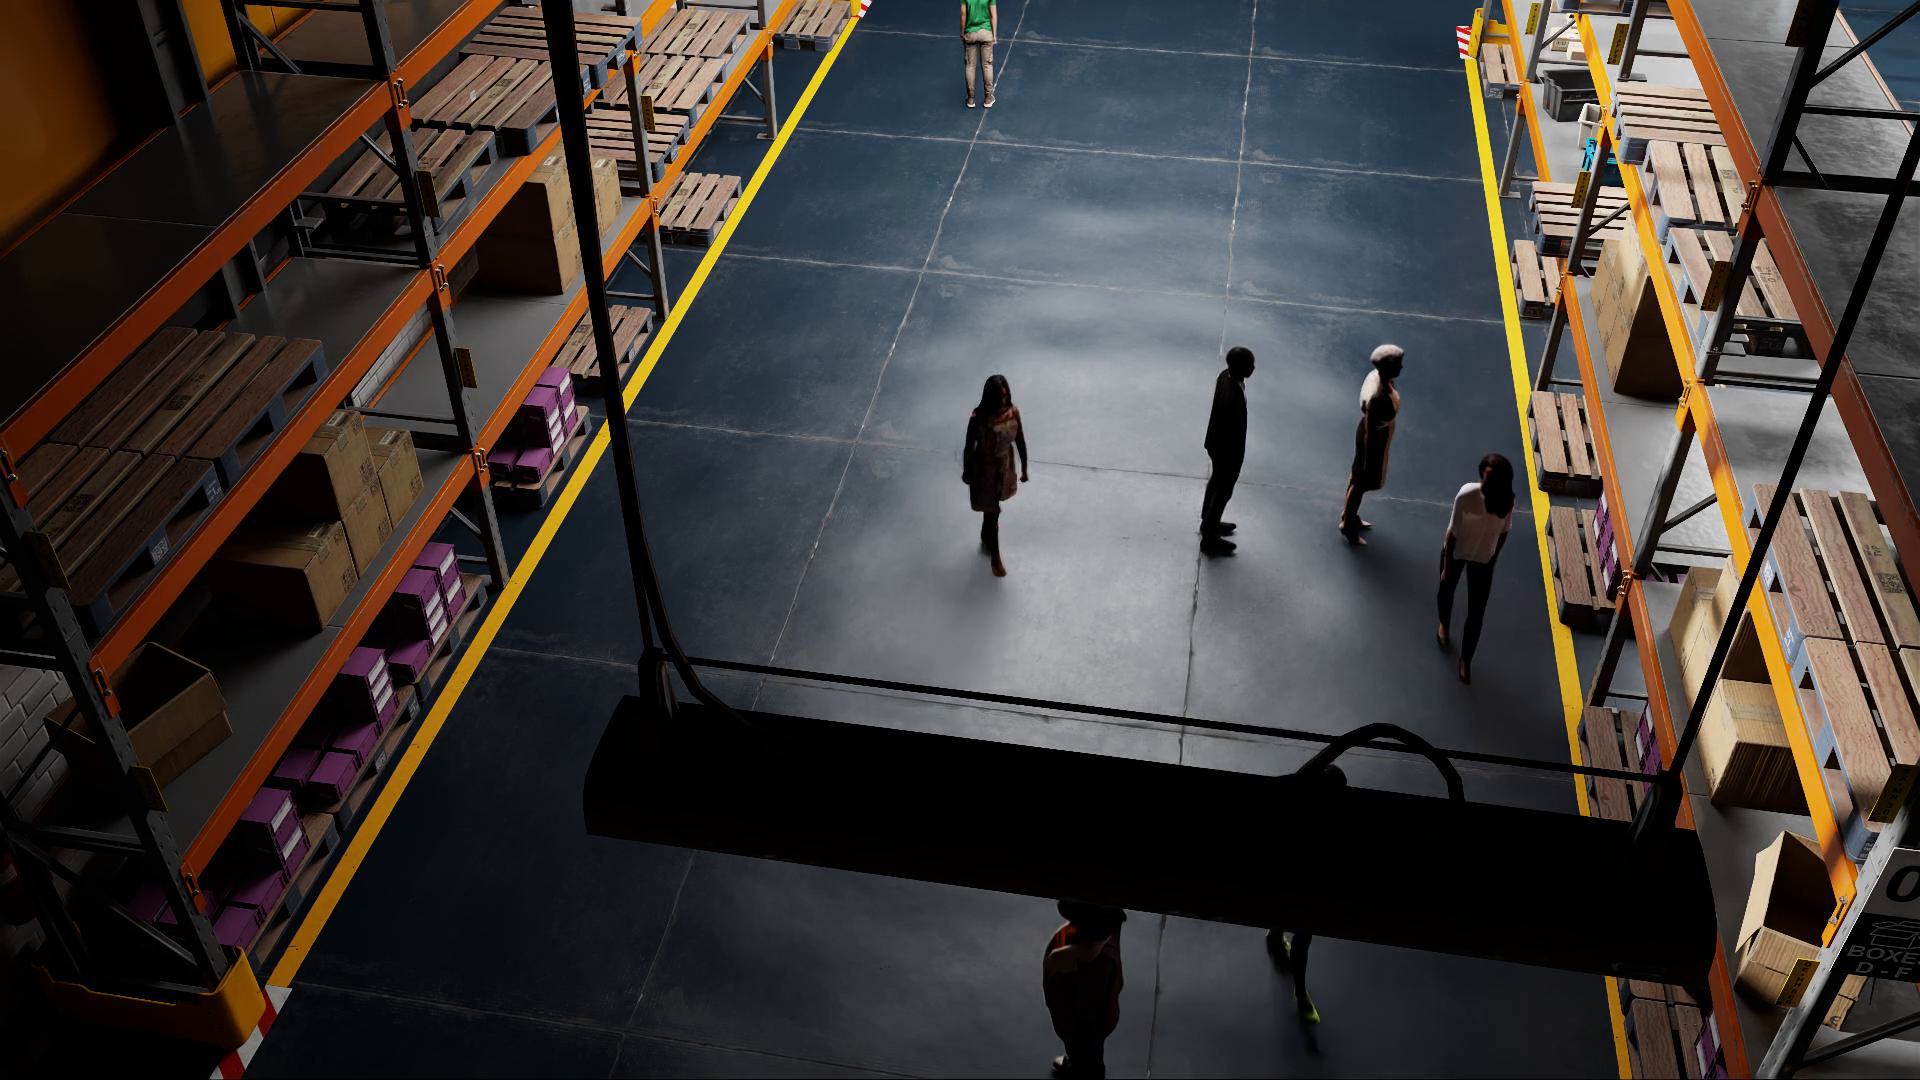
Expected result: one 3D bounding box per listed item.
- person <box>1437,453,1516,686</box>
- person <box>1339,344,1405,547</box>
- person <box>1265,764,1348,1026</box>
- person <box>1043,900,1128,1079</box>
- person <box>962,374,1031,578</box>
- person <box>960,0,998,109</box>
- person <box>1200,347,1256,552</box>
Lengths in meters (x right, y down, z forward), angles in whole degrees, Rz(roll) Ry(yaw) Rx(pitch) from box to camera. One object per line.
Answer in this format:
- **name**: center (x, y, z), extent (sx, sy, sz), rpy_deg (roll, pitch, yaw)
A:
- **person**: center (3.547, 0.077, 11.689), extent (0.646, 1.767, 0.936), rpy_deg (4, 39, 5)
- **person**: center (3.126, -0.753, 12.741), extent (0.699, 1.752, 0.498), rpy_deg (11, 40, 14)
- **person**: center (1.945, 1.841, 9.511), extent (0.890, 1.728, 1.021), rpy_deg (-17, 42, -20)
- **person**: center (0.691, 2.354, 8.734), extent (0.747, 1.896, 0.608), rpy_deg (4, 39, 5)
- **person**: center (0.222, -0.596, 12.644), extent (0.874, 1.627, 0.968), rpy_deg (-15, 41, -18)
- **person**: center (0.210, -5.798, 19.140), extent (0.597, 1.651, 0.554), rpy_deg (2, 39, 3)
- **person**: center (2.010, -0.695, 12.630), extent (0.756, 1.800, 0.568), rpy_deg (0, 39, 0)
